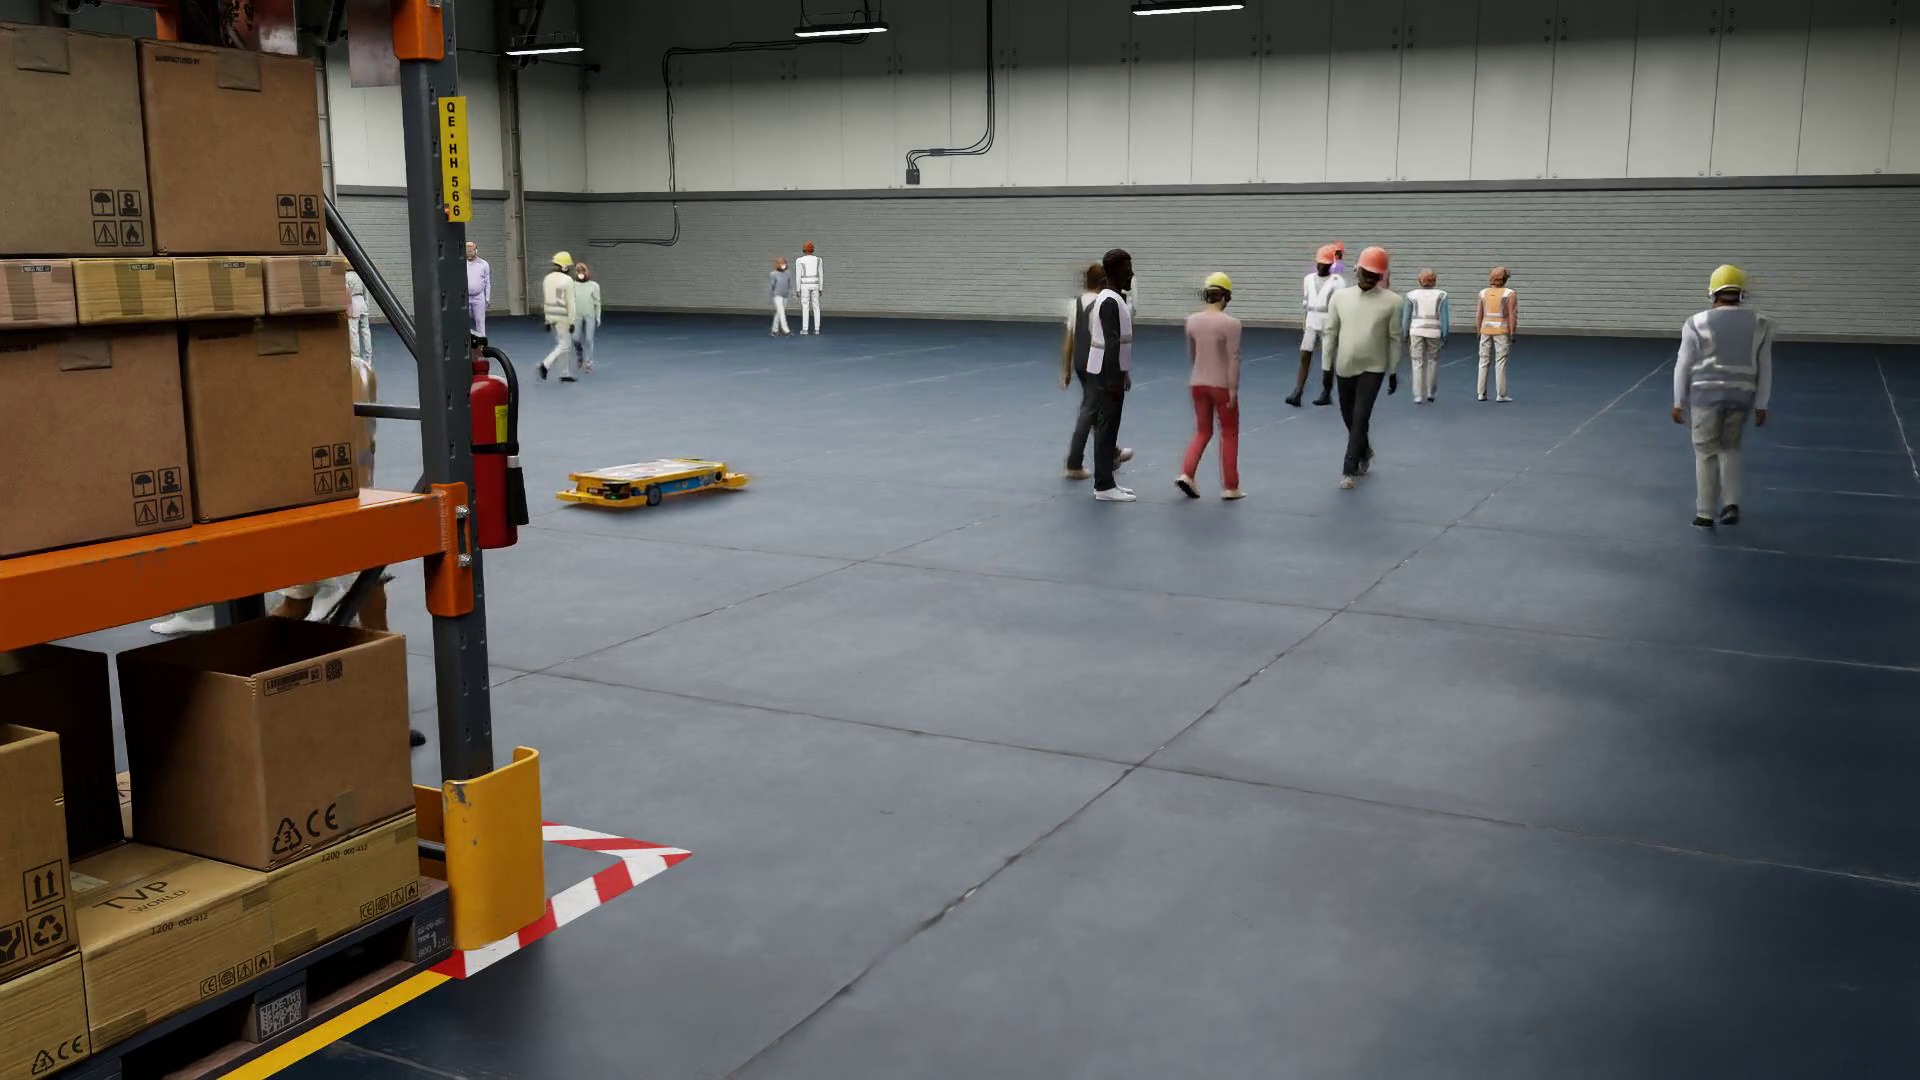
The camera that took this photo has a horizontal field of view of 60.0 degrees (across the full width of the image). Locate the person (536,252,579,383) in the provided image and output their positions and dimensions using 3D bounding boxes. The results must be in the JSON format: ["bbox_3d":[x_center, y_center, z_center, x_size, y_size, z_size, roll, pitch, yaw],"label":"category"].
[{"bbox_3d":[-5.475,-3.000,22.547,0.625,1.803,0.694,9,13,39],"label":"person"}]

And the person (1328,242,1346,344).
[{"bbox_3d":[6.860,-4.573,30.859,0.853,1.907,0.551,-3,11,-18],"label":"person"}]

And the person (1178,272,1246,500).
[{"bbox_3d":[1.920,-1.174,12.764,0.536,1.742,0.545,10,14,43],"label":"person"}]

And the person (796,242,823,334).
[{"bbox_3d":[-3.086,-5.158,34.096,0.575,1.884,0.355,-5,11,-23],"label":"person"}]

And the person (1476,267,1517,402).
[{"bbox_3d":[6.519,-2.496,20.246,0.315,1.640,0.514,-10,14,-43],"label":"person"}]

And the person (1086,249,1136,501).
[{"bbox_3d":[1.164,-1.266,12.784,0.392,1.919,0.592,1,10,3],"label":"person"}]

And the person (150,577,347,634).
[{"bbox_3d":[-3.683,-0.460,8.560,0.957,1.861,0.676,-6,12,-28],"label":"person"}]

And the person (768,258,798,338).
[{"bbox_3d":[-3.545,-4.806,33.002,0.504,1.579,0.901,-10,14,-42],"label":"person"}]

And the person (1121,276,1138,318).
[{"bbox_3d":[2.681,-3.834,27.554,0.542,1.626,0.375,4,11,19],"label":"person"}]

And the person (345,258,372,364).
[{"bbox_3d":[-9.457,-3.602,25.999,0.294,1.744,0.487,6,12,30],"label":"person"}]

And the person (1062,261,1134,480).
[{"bbox_3d":[1.193,-1.421,13.948,0.947,1.794,0.539,-10,14,-42],"label":"person"}]

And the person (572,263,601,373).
[{"bbox_3d":[-5.560,-3.286,24.603,0.518,1.618,0.373,-1,10,-5],"label":"person"}]

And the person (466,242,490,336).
[{"bbox_3d":[-8.396,-4.160,28.608,0.640,1.904,0.409,-3,11,-18],"label":"person"}]

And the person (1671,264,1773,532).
[{"bbox_3d":[5.205,-0.966,11.406,0.597,1.819,0.439,0,10,1],"label":"person"}]

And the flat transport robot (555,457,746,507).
[{"bbox_3d":[-2.372,-0.459,12.878,0.652,0.197,1.431,7,12,33],"label":"flat transport robot"}]

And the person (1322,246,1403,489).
[{"bbox_3d":[3.295,-1.422,13.592,0.622,1.945,0.990,5,12,26],"label":"person"}]

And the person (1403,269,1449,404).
[{"bbox_3d":[5.659,-2.477,20.224,0.540,1.610,0.730,3,11,15],"label":"person"}]

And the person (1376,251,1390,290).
[{"bbox_3d":[7.627,-4.406,30.421,0.556,1.776,0.471,-5,12,-28],"label":"person"}]

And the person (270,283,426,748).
[{"bbox_3d":[-2.602,-0.132,6.684,0.957,1.901,0.557,7,12,33],"label":"person"}]

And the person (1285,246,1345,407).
[{"bbox_3d":[4.195,-2.491,19.533,0.568,1.888,0.950,9,13,39],"label":"person"}]
